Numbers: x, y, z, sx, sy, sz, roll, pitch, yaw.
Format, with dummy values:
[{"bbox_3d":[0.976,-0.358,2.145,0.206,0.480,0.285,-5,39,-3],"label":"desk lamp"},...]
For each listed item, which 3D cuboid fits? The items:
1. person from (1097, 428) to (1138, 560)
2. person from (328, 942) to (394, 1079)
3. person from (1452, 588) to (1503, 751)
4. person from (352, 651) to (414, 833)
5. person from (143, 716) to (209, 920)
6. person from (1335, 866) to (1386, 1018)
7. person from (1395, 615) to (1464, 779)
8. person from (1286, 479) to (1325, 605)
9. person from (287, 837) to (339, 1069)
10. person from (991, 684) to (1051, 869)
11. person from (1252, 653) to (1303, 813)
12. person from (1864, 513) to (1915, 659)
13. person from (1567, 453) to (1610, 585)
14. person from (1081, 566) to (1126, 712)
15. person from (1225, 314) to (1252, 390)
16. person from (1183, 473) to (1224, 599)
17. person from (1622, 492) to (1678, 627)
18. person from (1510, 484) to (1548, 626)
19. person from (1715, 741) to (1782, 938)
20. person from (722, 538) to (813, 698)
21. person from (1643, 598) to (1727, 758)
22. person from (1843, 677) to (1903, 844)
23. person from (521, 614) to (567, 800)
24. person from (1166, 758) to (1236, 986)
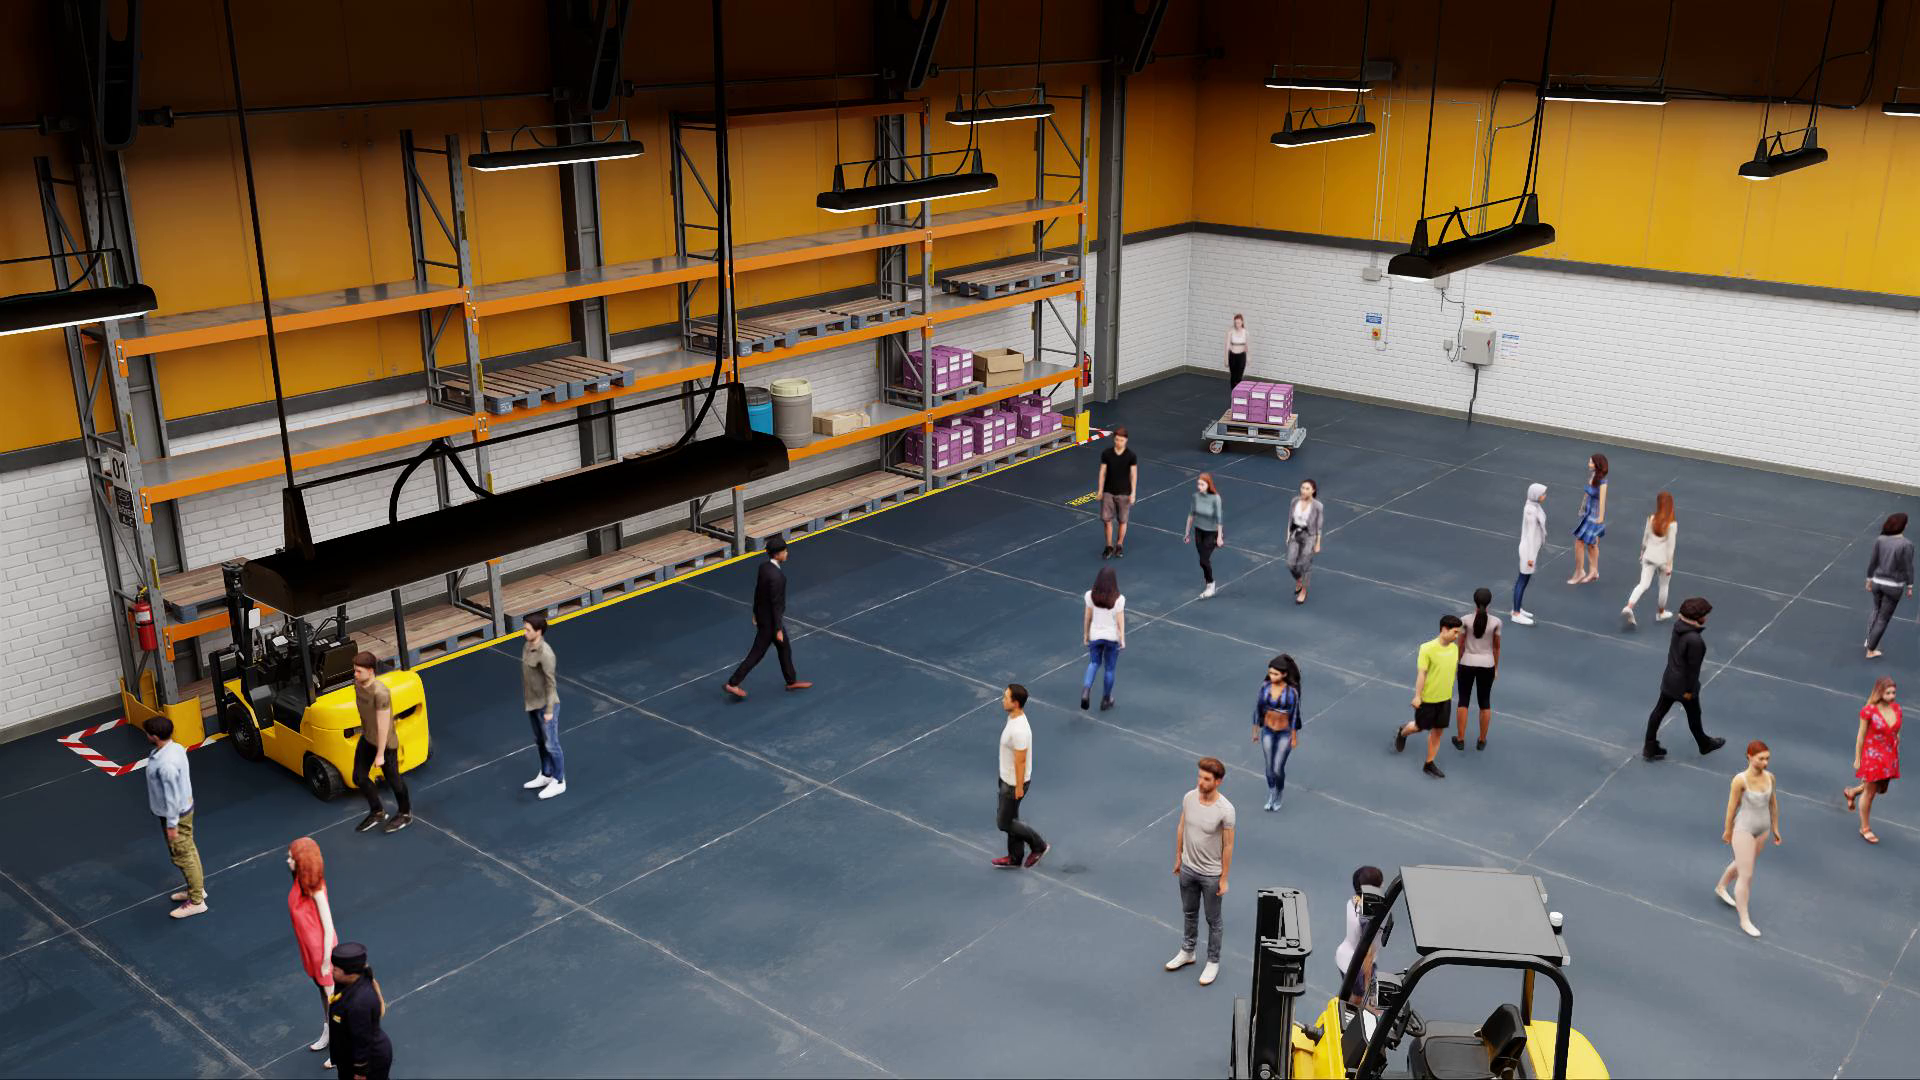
[{"bbox_3d":[2.199,-0.682,23.016,0.857,1.848,0.893,4,19,13],"label":"person"},{"bbox_3d":[-3.953,3.433,11.069,0.794,1.674,0.800,-8,20,-22],"label":"person"},{"bbox_3d":[5.339,1.327,17.209,0.690,1.746,0.705,2,19,7],"label":"person"},{"bbox_3d":[-5.336,1.854,15.507,0.682,1.833,0.735,14,23,36],"label":"person"},{"bbox_3d":[-6.658,2.325,14.148,0.757,1.809,0.757,-6,19,-17],"label":"person"},{"bbox_3d":[2.864,3.111,12.214,0.773,1.553,0.714,-2,19,-5],"label":"person"},{"bbox_3d":[4.710,1.525,16.726,1.001,1.678,0.979,-6,19,-17],"label":"person"},{"bbox_3d":[4.439,0.001,21.277,0.632,1.663,0.611,14,23,36],"label":"person"},{"bbox_3d":[-4.674,2.986,12.156,0.581,1.827,0.630,-14,23,-35],"label":"person"},{"bbox_3d":[0.569,2.125,14.769,0.917,1.791,0.858,-2,19,-5],"label":"person"},{"bbox_3d":[3.068,1.837,15.907,0.638,1.611,0.614,14,23,35],"label":"person"},{"bbox_3d":[10.834,0.551,19.507,0.792,1.751,0.733,-10,21,-28],"label":"person"},{"bbox_3d":[8.380,-0.249,21.823,0.892,1.788,0.833,1,19,3],"label":"person"},{"bbox_3d":[1.526,1.122,17.940,0.717,1.667,0.896,9,21,25],"label":"person"},{"bbox_3d":[5.225,-3.397,31.313,1.021,1.698,1.296,2,19,6],"label":"person"},{"bbox_3d":[3.218,-0.059,21.372,0.679,1.716,0.680,-15,24,-38],"label":"person"},{"bbox_3d":[8.513,0.267,20.461,1.174,1.678,0.811,-12,22,-32],"label":"person"},{"bbox_3d":[7.055,0.153,20.649,0.741,1.775,0.591,7,20,19],"label":"person"},{"bbox_3d":[6.653,2.446,14.097,0.956,1.611,0.916,-5,19,-16],"label":"person"},{"bbox_3d":[-2.203,0.901,18.351,1.361,1.825,1.171,-5,19,-15],"label":"person"},{"bbox_3d":[7.251,1.441,16.894,1.160,1.731,1.050,-4,19,-10],"label":"person"},{"bbox_3d":[8.497,1.989,15.499,0.886,1.582,0.927,-3,19,-9],"label":"person"},{"bbox_3d":[-4.061,1.596,16.224,0.648,1.866,0.746,-14,23,-37],"label":"person"},{"bbox_3d":[1.938,2.591,13.212,0.643,1.901,0.539,15,24,38],"label":"person"}]
